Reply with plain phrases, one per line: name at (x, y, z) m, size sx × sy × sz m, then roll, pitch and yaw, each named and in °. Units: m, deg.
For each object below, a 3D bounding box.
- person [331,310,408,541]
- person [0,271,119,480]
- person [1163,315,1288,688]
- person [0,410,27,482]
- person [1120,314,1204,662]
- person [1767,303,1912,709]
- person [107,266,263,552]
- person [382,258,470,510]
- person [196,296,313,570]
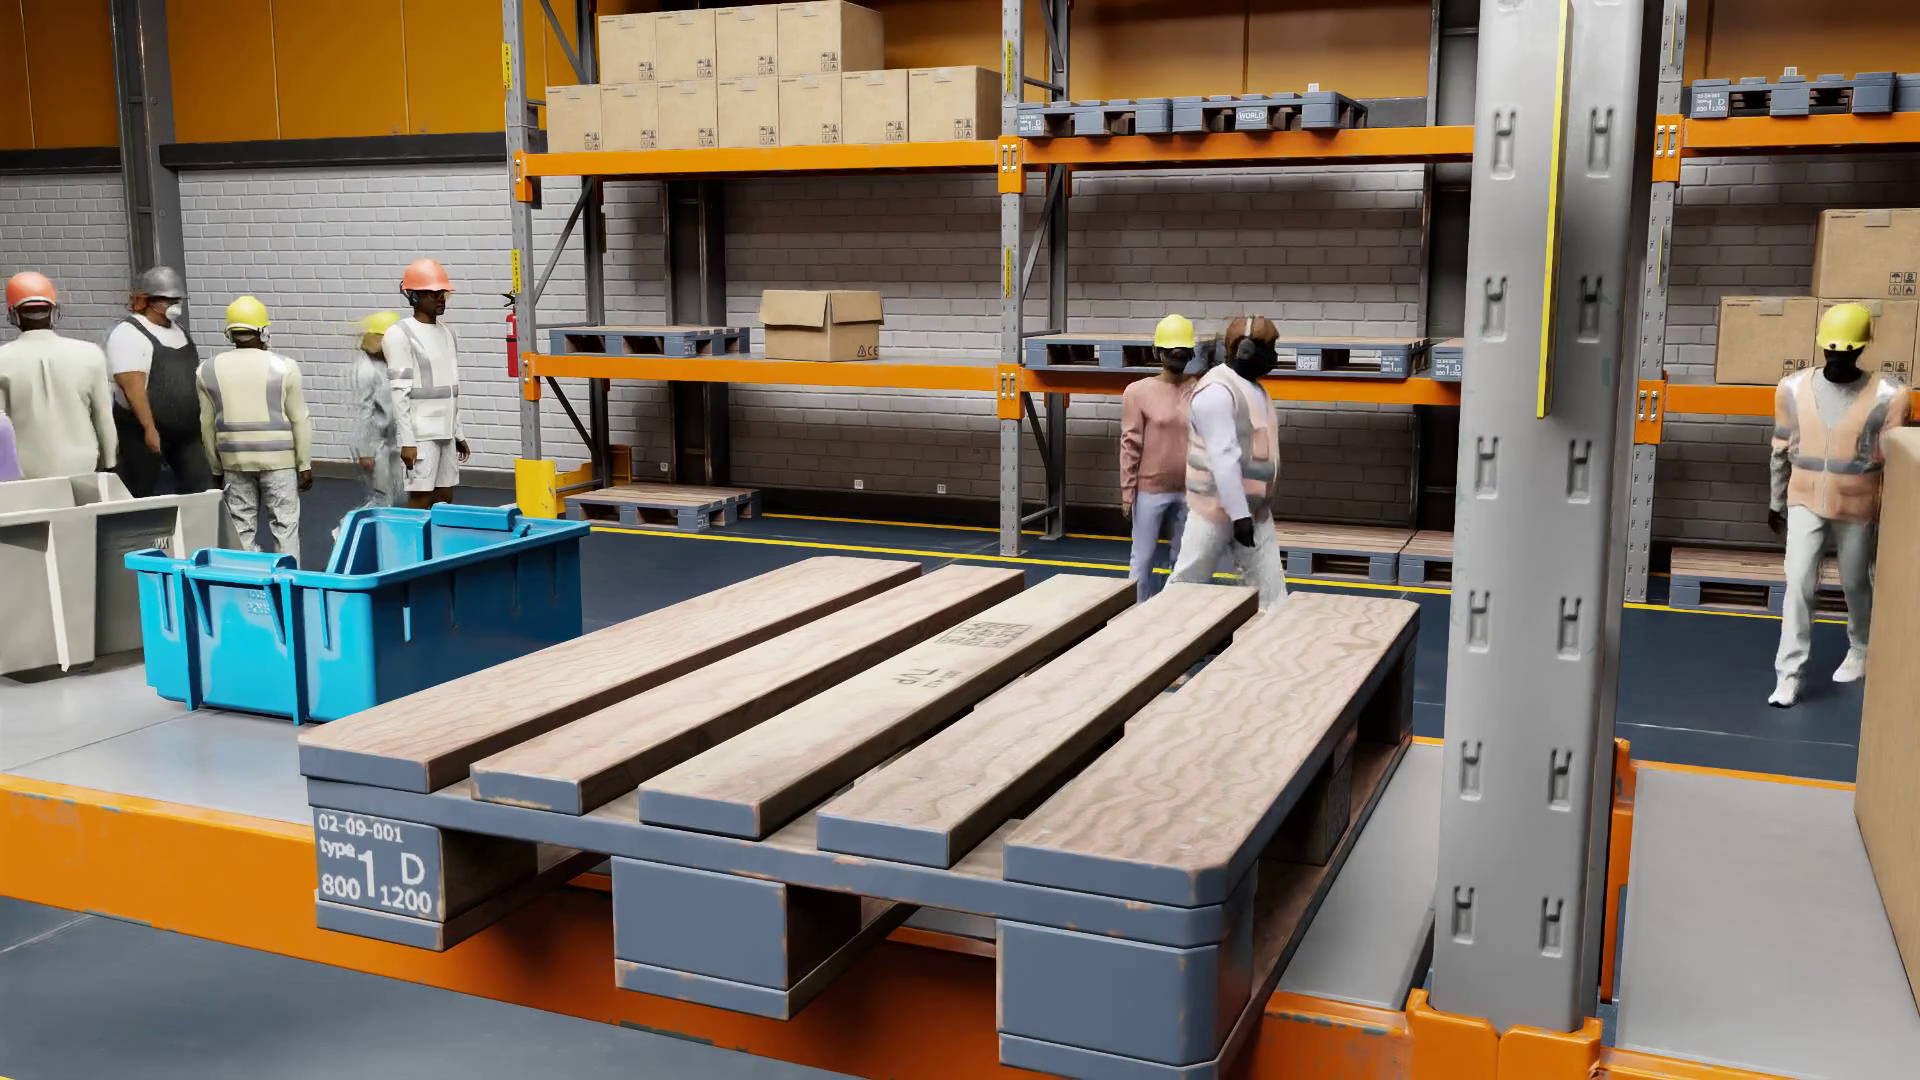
person at (-3.766, -0.608, 10.653) m, size 0.566 × 1.721 × 0.498 m, roll 1°, pitch 10°, yaw 5°
person at (-4.596, -0.364, 8.427) m, size 0.628 × 1.981 × 0.648 m, roll -7°, pitch 12°, yaw -37°
person at (1.277, -0.146, 7.739) m, size 1.010 × 1.790 × 0.625 m, roll 7°, pitch 12°, yaw 38°
person at (-3.293, 0.187, 5.364) m, size 0.452 × 1.910 × 0.597 m, roll 6°, pitch 11°, yaw 32°
person at (1.060, -0.244, 8.355) m, size 0.532 × 1.767 × 0.328 m, roll -3°, pitch 10°, yaw -15°
person at (4.096, -0.183, 7.769) m, size 0.625 × 1.857 × 1.001 m, roll 8°, pitch 13°, yaw 41°
person at (-5.073, -0.776, 10.722) m, size 0.996 × 2.000 × 0.686 m, roll 3°, pitch 10°, yaw 17°
person at (-3.140, -0.644, 9.922) m, size 0.373 × 2.044 × 0.607 m, roll 3°, pitch 10°, yaw 16°
person at (-3.938, -0.448, 9.364) m, size 0.589 × 1.837 × 0.404 m, roll -1°, pitch 10°, yaw -5°
